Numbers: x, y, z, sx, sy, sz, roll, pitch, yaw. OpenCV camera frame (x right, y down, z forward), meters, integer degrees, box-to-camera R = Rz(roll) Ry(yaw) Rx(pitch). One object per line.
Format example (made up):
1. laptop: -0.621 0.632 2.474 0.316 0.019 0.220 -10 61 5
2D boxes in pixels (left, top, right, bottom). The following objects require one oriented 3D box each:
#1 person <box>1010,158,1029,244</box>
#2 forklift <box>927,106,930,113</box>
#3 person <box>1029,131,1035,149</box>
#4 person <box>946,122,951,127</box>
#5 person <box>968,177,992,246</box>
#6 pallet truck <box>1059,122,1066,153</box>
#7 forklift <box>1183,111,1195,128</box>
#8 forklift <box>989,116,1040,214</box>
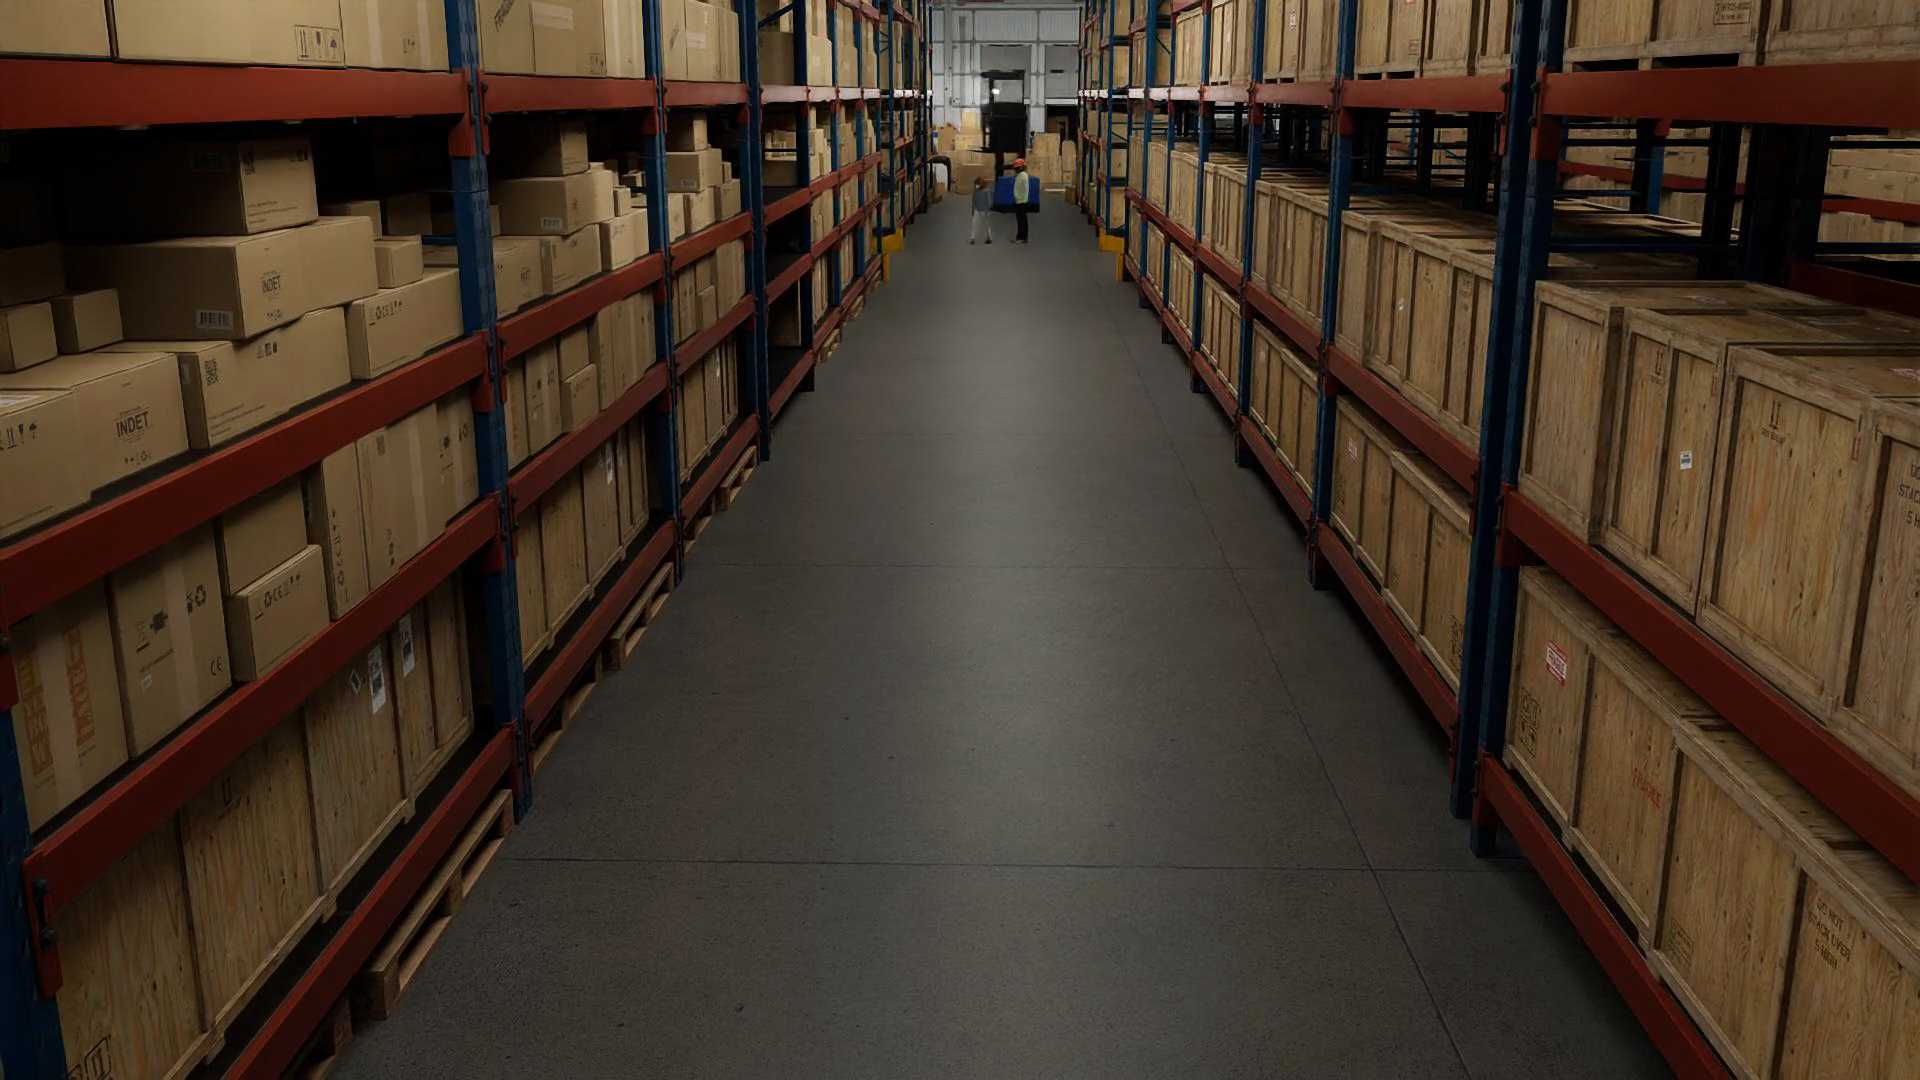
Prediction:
1. person: 1.417 -7.963 39.114 0.392 1.986 0.609 -5 16 -18
2. forklift: -1.998 -20.666 84.684 1.129 2.768 1.873 0 15 2
3. person: 3.615 -19.675 83.349 0.308 1.640 0.511 5 16 18
4. person: -0.665 -22.136 91.994 0.573 1.905 0.658 -4 16 -15
5. person: 0.487 -7.678 38.837 0.537 1.572 0.861 9 18 31
6. pallet truck: 5.788 -21.111 88.014 1.885 1.965 0.823 5 16 18
7. forklift: 8.161 -14.312 61.043 1.129 2.768 1.873 0 15 1
8. forklift: 1.504 -11.032 48.839 1.129 2.768 1.873 -6 16 -23
